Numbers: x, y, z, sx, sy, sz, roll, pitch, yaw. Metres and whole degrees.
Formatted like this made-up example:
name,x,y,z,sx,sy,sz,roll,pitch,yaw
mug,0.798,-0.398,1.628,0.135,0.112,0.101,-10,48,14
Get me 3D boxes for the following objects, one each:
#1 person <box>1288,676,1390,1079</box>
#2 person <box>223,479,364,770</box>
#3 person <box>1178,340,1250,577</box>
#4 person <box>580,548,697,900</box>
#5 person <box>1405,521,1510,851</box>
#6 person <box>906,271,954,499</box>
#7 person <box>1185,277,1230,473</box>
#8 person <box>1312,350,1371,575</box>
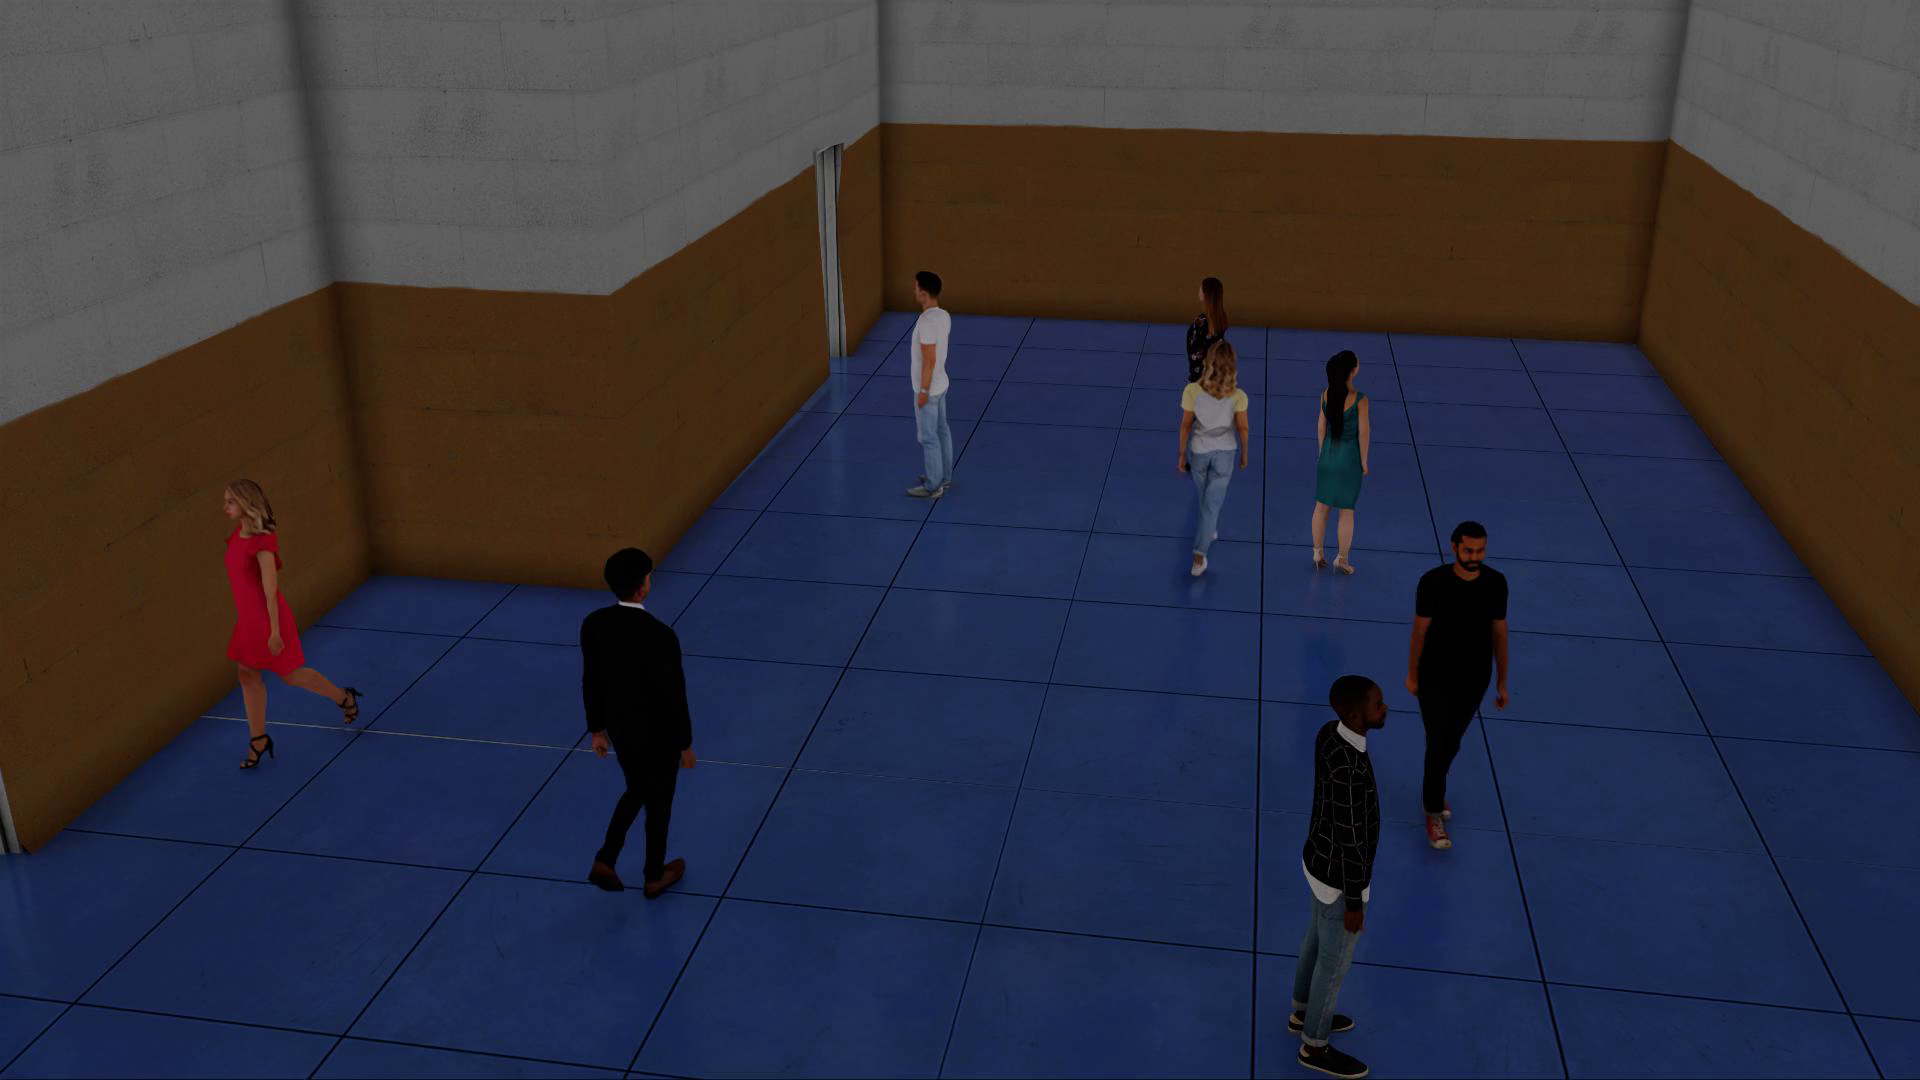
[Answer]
name,x,y,z,sx,sy,sz,roll,pitch,yaw
person,1.581,1.387,7.010,0.590,1.821,0.683,1,22,3
person,-3.868,0.457,9.493,1.018,1.696,0.981,20,29,40
person,1.811,-0.546,12.000,1.098,1.672,0.798,6,23,16
person,-1.592,0.949,8.033,0.899,1.871,0.924,12,25,28
person,2.603,0.690,8.857,0.916,1.737,0.853,-3,22,-8
person,-0.234,-1.268,13.563,0.592,1.862,0.703,7,23,17
person,2.098,-1.404,14.138,0.672,1.685,0.654,19,29,39
person,2.748,-0.559,12.034,0.572,1.686,0.676,17,28,36
